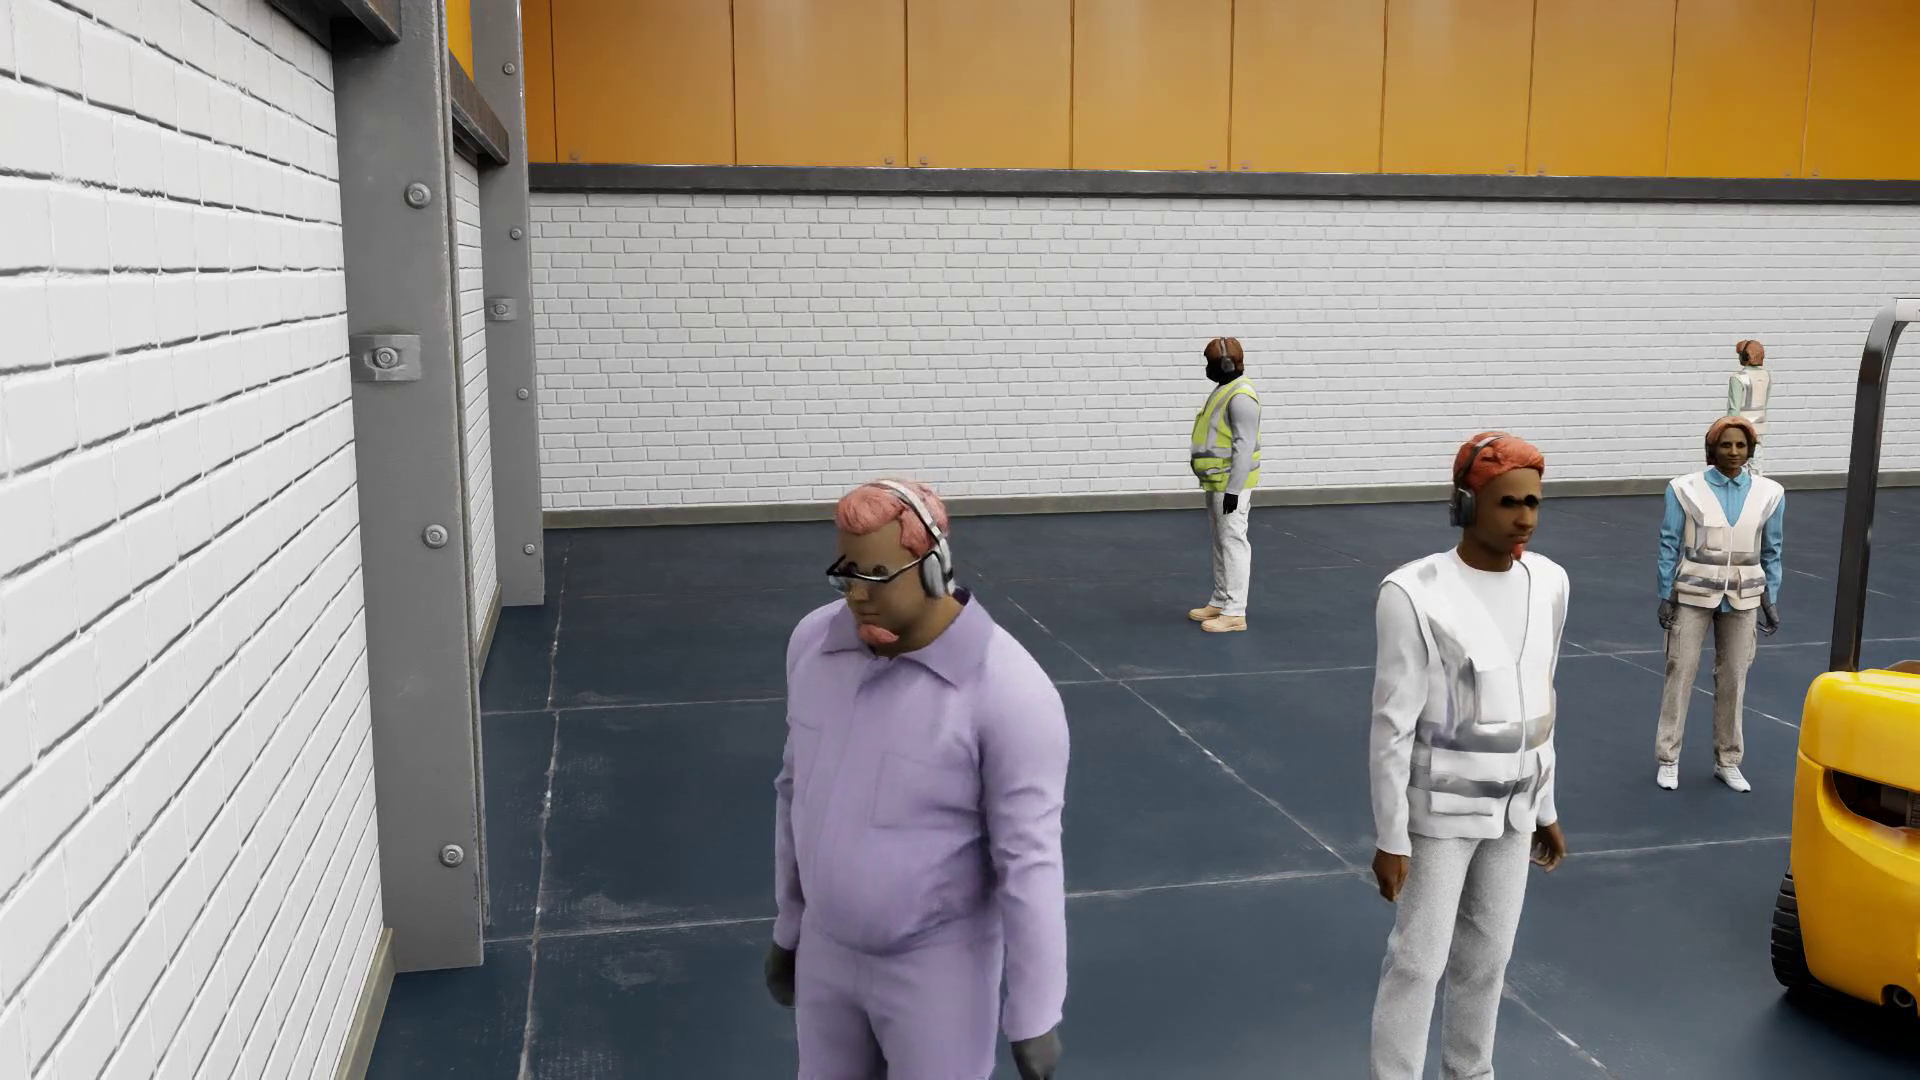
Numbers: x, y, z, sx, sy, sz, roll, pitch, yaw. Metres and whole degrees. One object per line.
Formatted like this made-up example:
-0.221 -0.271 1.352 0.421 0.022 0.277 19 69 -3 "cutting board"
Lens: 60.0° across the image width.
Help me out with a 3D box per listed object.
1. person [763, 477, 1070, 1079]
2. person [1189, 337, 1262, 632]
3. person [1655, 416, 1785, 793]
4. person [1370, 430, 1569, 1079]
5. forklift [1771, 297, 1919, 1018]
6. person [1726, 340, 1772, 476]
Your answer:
-0.079 0.805 3.250 0.691 1.886 0.467 7 12 38 "person"
1.654 -0.347 10.421 0.430 1.838 0.620 0 9 -3 "person"
3.279 0.276 7.210 0.513 1.641 0.309 1 9 8 "person"
1.238 0.673 4.048 0.585 1.882 0.337 -5 11 -28 "person"
3.542 0.334 5.177 2.313 2.155 1.214 -9 13 -43 "forklift"
6.866 -0.925 14.537 0.514 1.641 0.307 -6 11 -32 "person"
